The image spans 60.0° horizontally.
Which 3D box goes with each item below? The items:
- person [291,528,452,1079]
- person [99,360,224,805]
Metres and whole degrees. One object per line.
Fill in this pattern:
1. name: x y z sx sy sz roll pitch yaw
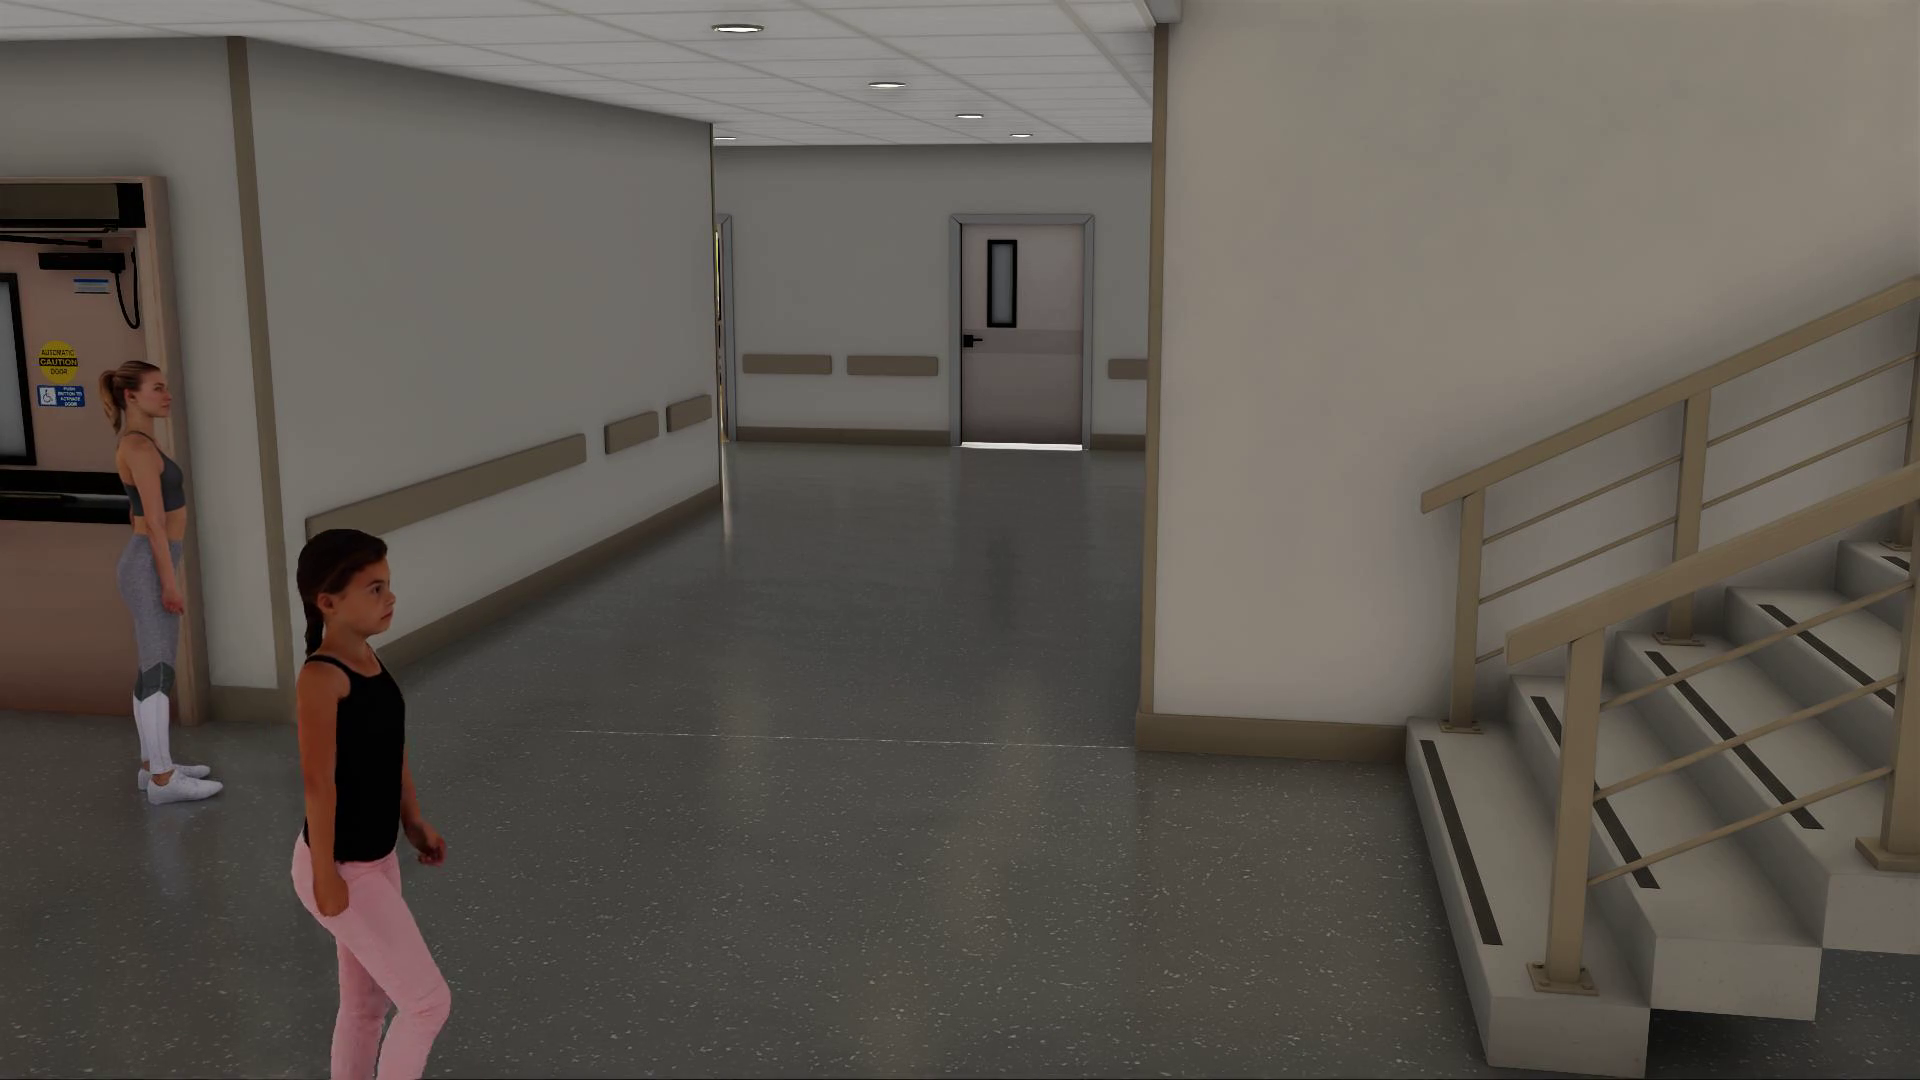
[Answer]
1. person: -1.437 0.740 3.782 0.653 1.555 0.587 -1 11 -6
2. person: -3.144 0.155 6.455 0.689 1.706 0.643 -6 12 -29
